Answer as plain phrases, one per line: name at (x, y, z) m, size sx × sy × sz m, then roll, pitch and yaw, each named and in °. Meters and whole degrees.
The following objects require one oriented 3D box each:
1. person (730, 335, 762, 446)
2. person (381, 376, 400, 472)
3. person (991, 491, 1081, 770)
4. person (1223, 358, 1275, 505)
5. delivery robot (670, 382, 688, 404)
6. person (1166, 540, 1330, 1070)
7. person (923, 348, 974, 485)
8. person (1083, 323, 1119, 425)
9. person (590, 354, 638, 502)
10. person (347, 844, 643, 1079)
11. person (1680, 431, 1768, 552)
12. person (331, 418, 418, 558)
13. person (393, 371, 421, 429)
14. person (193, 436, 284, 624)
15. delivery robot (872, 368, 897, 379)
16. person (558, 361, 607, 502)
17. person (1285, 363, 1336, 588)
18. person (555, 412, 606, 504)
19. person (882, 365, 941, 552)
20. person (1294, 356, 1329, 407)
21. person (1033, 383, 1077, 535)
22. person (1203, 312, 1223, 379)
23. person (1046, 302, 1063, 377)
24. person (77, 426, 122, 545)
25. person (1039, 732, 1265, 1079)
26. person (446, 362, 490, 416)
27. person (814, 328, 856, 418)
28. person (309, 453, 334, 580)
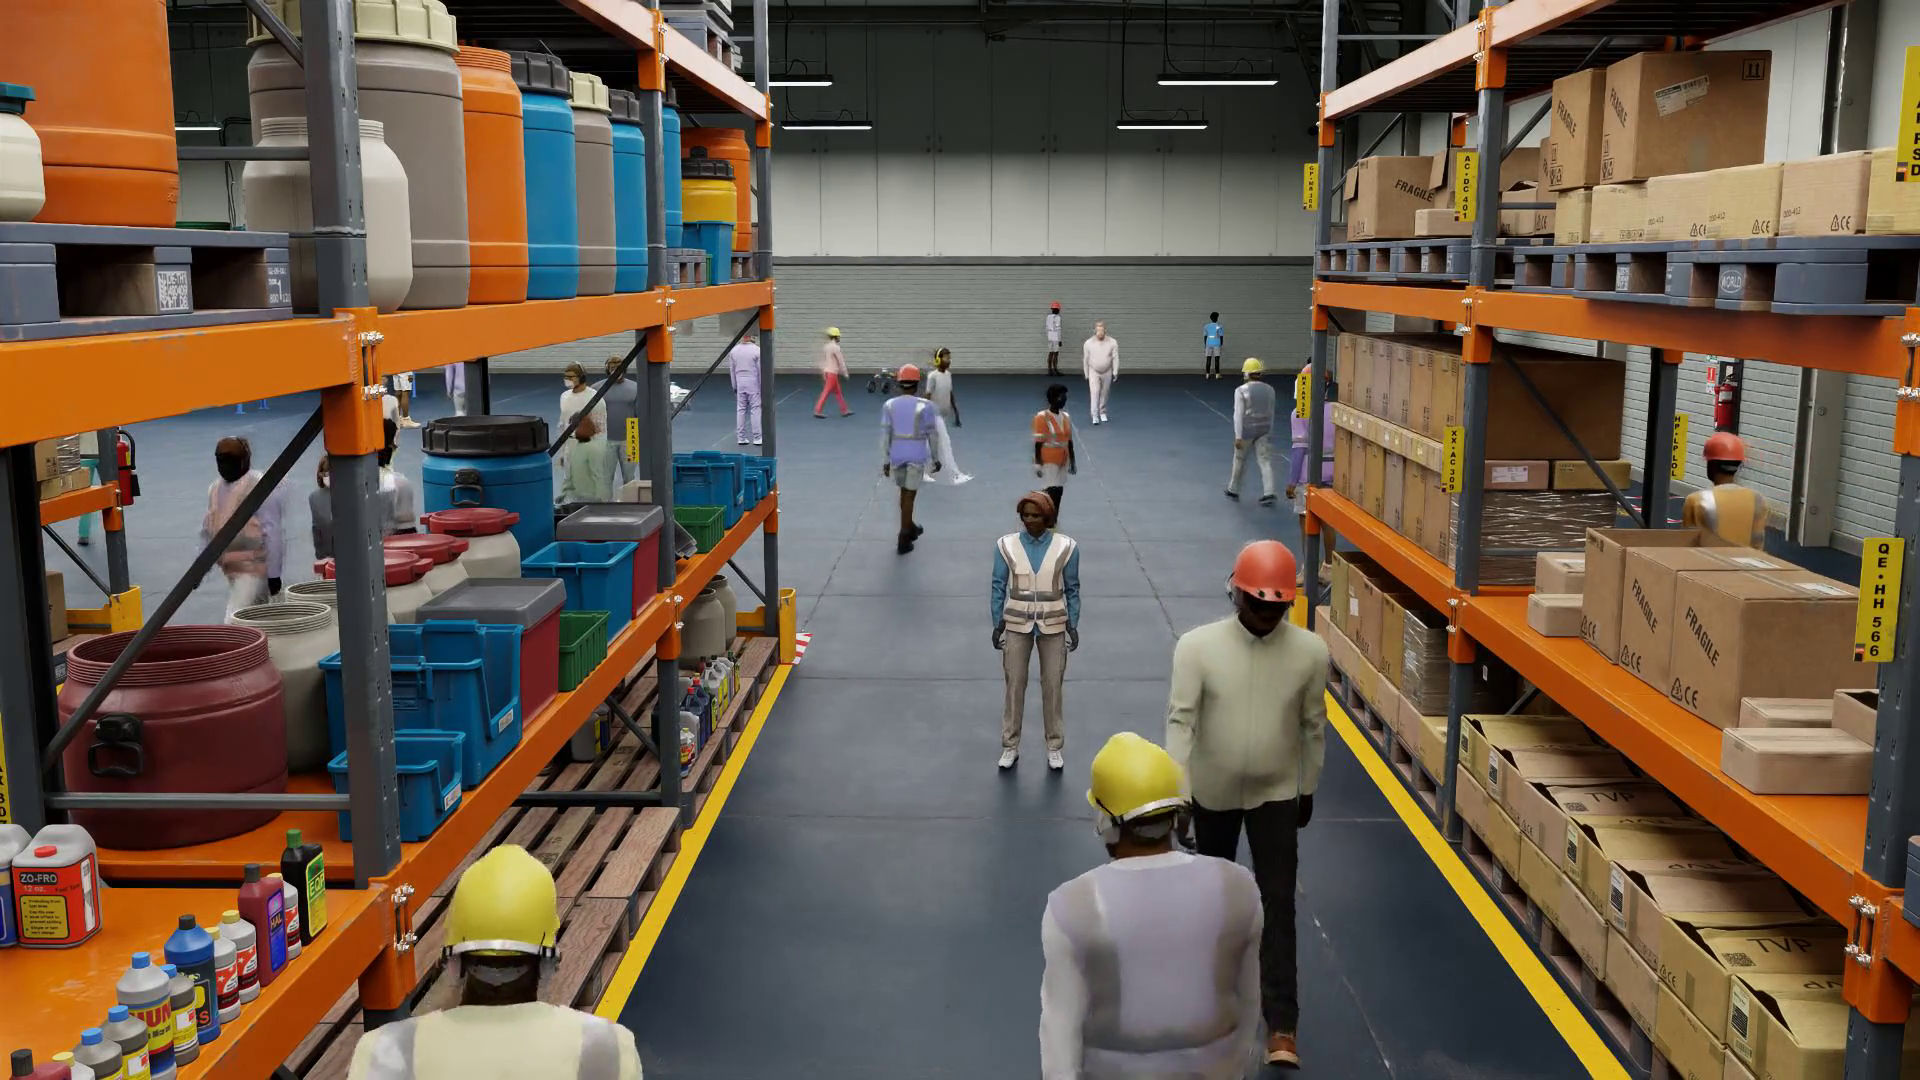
person at (-3.401, -2.492, 26.981) m, size 0.644 × 1.904 × 0.400 m, roll 5°, pitch 11°, yaw 27°
person at (-7.044, -1.224, 20.284) m, size 0.521 × 1.598 × 0.444 m, roll -9°, pitch 13°, yaw -44°
person at (0.439, 0.524, 9.704) m, size 0.523 × 1.639 × 0.308 m, roll 1°, pitch 10°, yaw 4°
person at (3.592, -1.333, 20.405) m, size 0.607 × 1.786 × 0.955 m, roll -4°, pitch 10°, yaw -23°
delivery robot at (-5.794, -2.939, 33.537) m, size 0.477 × 0.478 × 0.707 m, roll -9°, pitch 13°, yaw -44°
person at (1.076, 0.956, 6.225) m, size 0.622 × 1.929 × 1.038 m, roll 1°, pitch 9°, yaw 3°
person at (-0.237, -1.652, 22.208) m, size 0.984 × 1.818 × 0.578 m, roll 5°, pitch 11°, yaw 29°
person at (2.594, -3.089, 30.708) m, size 0.638 × 1.857 × 0.995 m, roll 0°, pitch 9°, yaw -1°
person at (-3.808, -1.098, 18.530) m, size 0.631 × 1.940 × 0.372 m, roll -3°, pitch 10°, yaw -18°
person at (-0.916, 1.513, 3.331) m, size 0.581 × 1.797 × 0.867 m, roll -3°, pitch 10°, yaw -18°
person at (4.710, 0.300, 10.230) m, size 0.554 × 1.920 × 0.768 m, roll -2°, pitch 10°, yaw -11°
person at (-3.823, 0.140, 11.082) m, size 0.646 × 1.940 × 0.636 m, roll 4°, pitch 10°, yaw 22°
person at (-9.957, -3.023, 29.744) m, size 0.607 × 2.044 × 0.371 m, roll 9°, pitch 13°, yaw 43°
person at (-4.794, 0.196, 11.178) m, size 0.700 × 1.799 × 0.775 m, roll 9°, pitch 13°, yaw 42°
delivery robot at (-1.734, -3.820, 38.030) m, size 0.335 × 0.223 × 0.698 m, roll 6°, pitch 11°, yaw 35°
person at (-3.920, -0.884, 17.250) m, size 0.635 × 1.936 × 0.354 m, roll 7°, pitch 12°, yaw 36°
person at (3.207, -0.586, 15.158) m, size 0.615 × 2.038 × 0.395 m, roll -6°, pitch 11°, yaw -32°
person at (-3.492, -0.379, 15.270) m, size 0.836 × 1.590 × 0.501 m, roll -6°, pitch 11°, yaw -30°
person at (-0.480, -0.867, 17.274) m, size 0.553 × 1.892 × 0.951 m, roll 4°, pitch 10°, yaw 23°
person at (4.820, -1.692, 22.818) m, size 0.530 × 1.693 × 0.321 m, roll -3°, pitch 10°, yaw -20°
person at (1.013, -0.808, 17.505) m, size 0.391 × 1.687 × 0.555 m, roll 9°, pitch 13°, yaw 42°
person at (6.446, -4.942, 42.270) m, size 0.535 × 1.697 × 0.321 m, roll 6°, pitch 11°, yaw 33°
person at (2.475, -5.222, 43.289) m, size 0.477 × 1.934 × 0.556 m, roll -6°, pitch 11°, yaw -32°
person at (-9.112, -0.832, 17.518) m, size 0.534 × 1.735 × 0.396 m, roll -5°, pitch 11°, yaw -29°
person at (0.492, 1.376, 4.190) m, size 0.597 × 1.787 × 0.943 m, roll -2°, pitch 10°, yaw -9°
person at (-7.811, -2.409, 26.458) m, size 0.663 × 1.907 × 0.850 m, roll -2°, pitch 10°, yaw -12°
person at (-2.414, -3.187, 31.720) m, size 0.930 × 1.715 × 0.533 m, roll -5°, pitch 11°, yaw -27°
person at (-4.449, 0.169, 11.958) m, size 0.508 × 1.592 × 0.775 m, roll 1°, pitch 10°, yaw 5°
